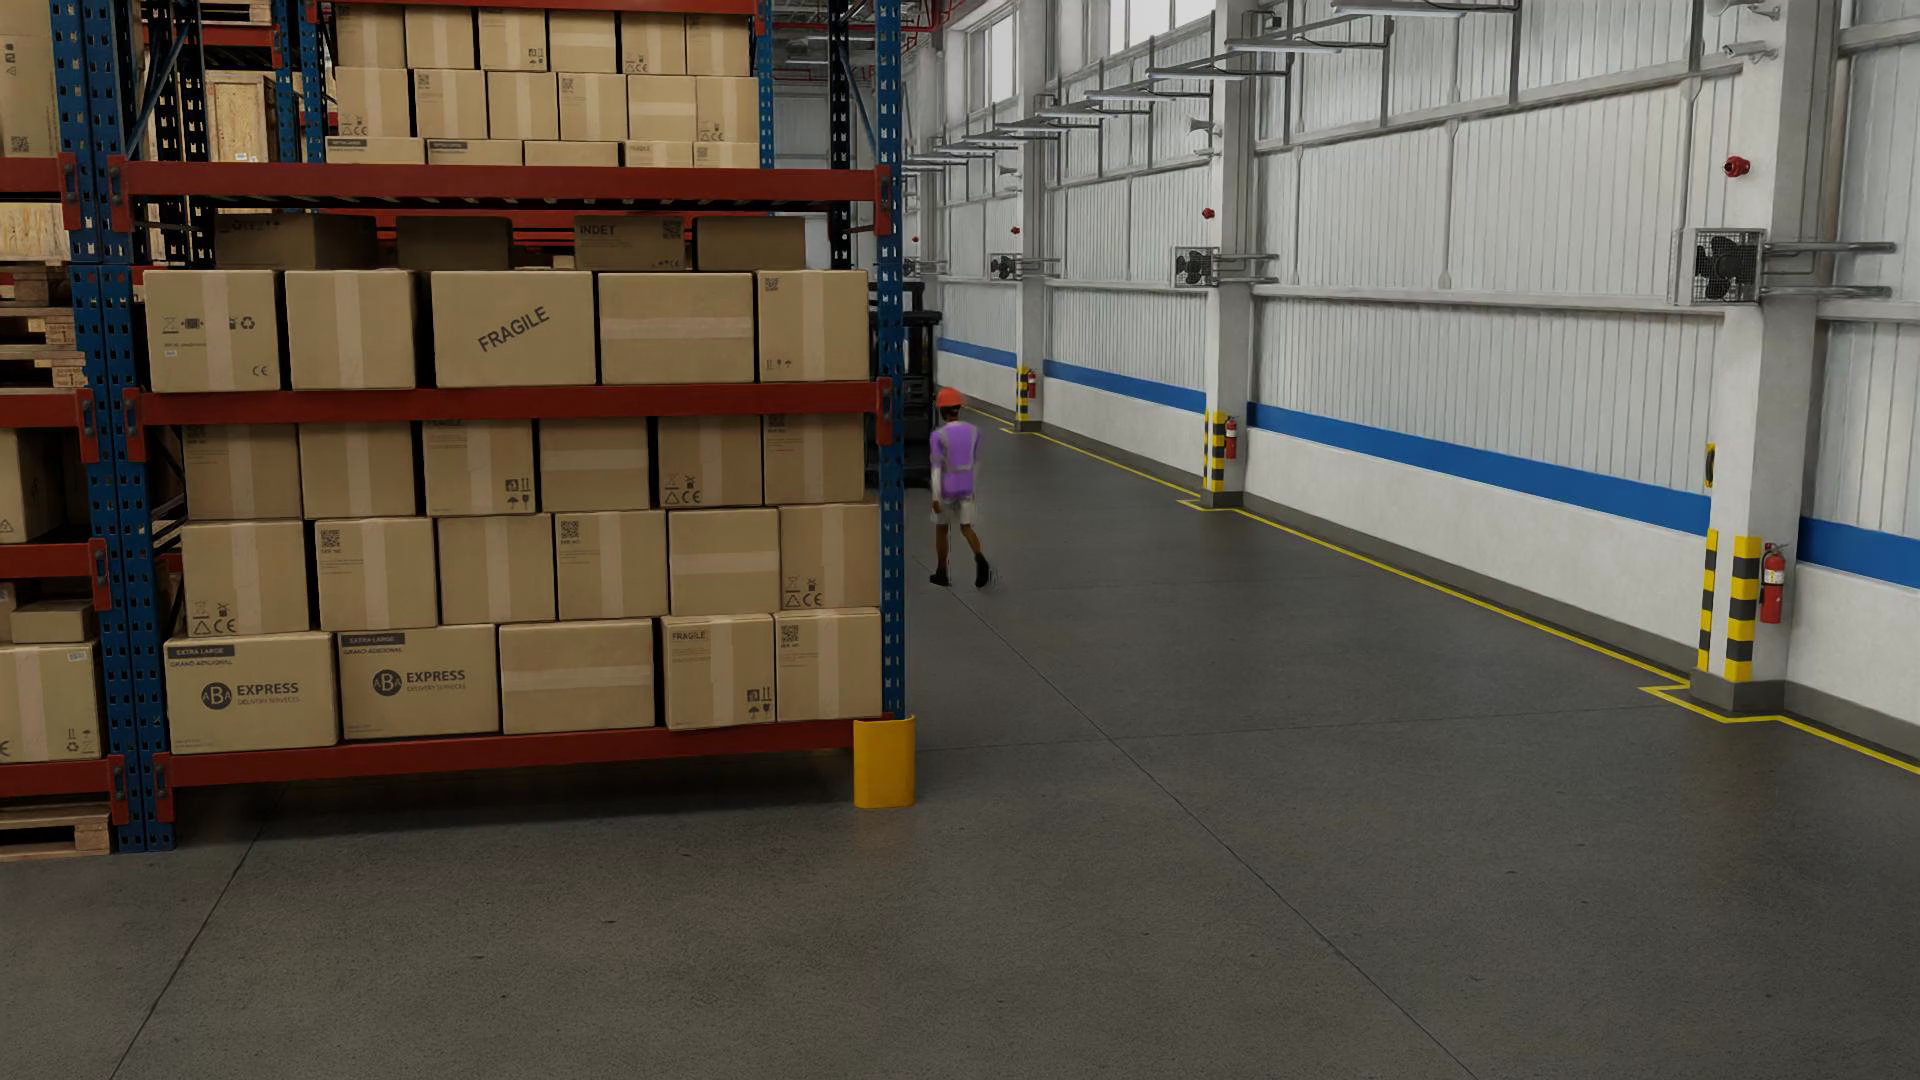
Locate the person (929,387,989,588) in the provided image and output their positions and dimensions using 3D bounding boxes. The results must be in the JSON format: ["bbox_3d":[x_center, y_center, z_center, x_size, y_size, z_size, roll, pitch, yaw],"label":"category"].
[{"bbox_3d":[-0.032,-0.478,15.635,0.556,1.919,0.767,-5,11,-29],"label":"person"}]

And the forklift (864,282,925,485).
[{"bbox_3d":[-0.987,-2.289,23.750,1.129,2.768,1.873,-2,10,-12],"label":"forklift"}]
